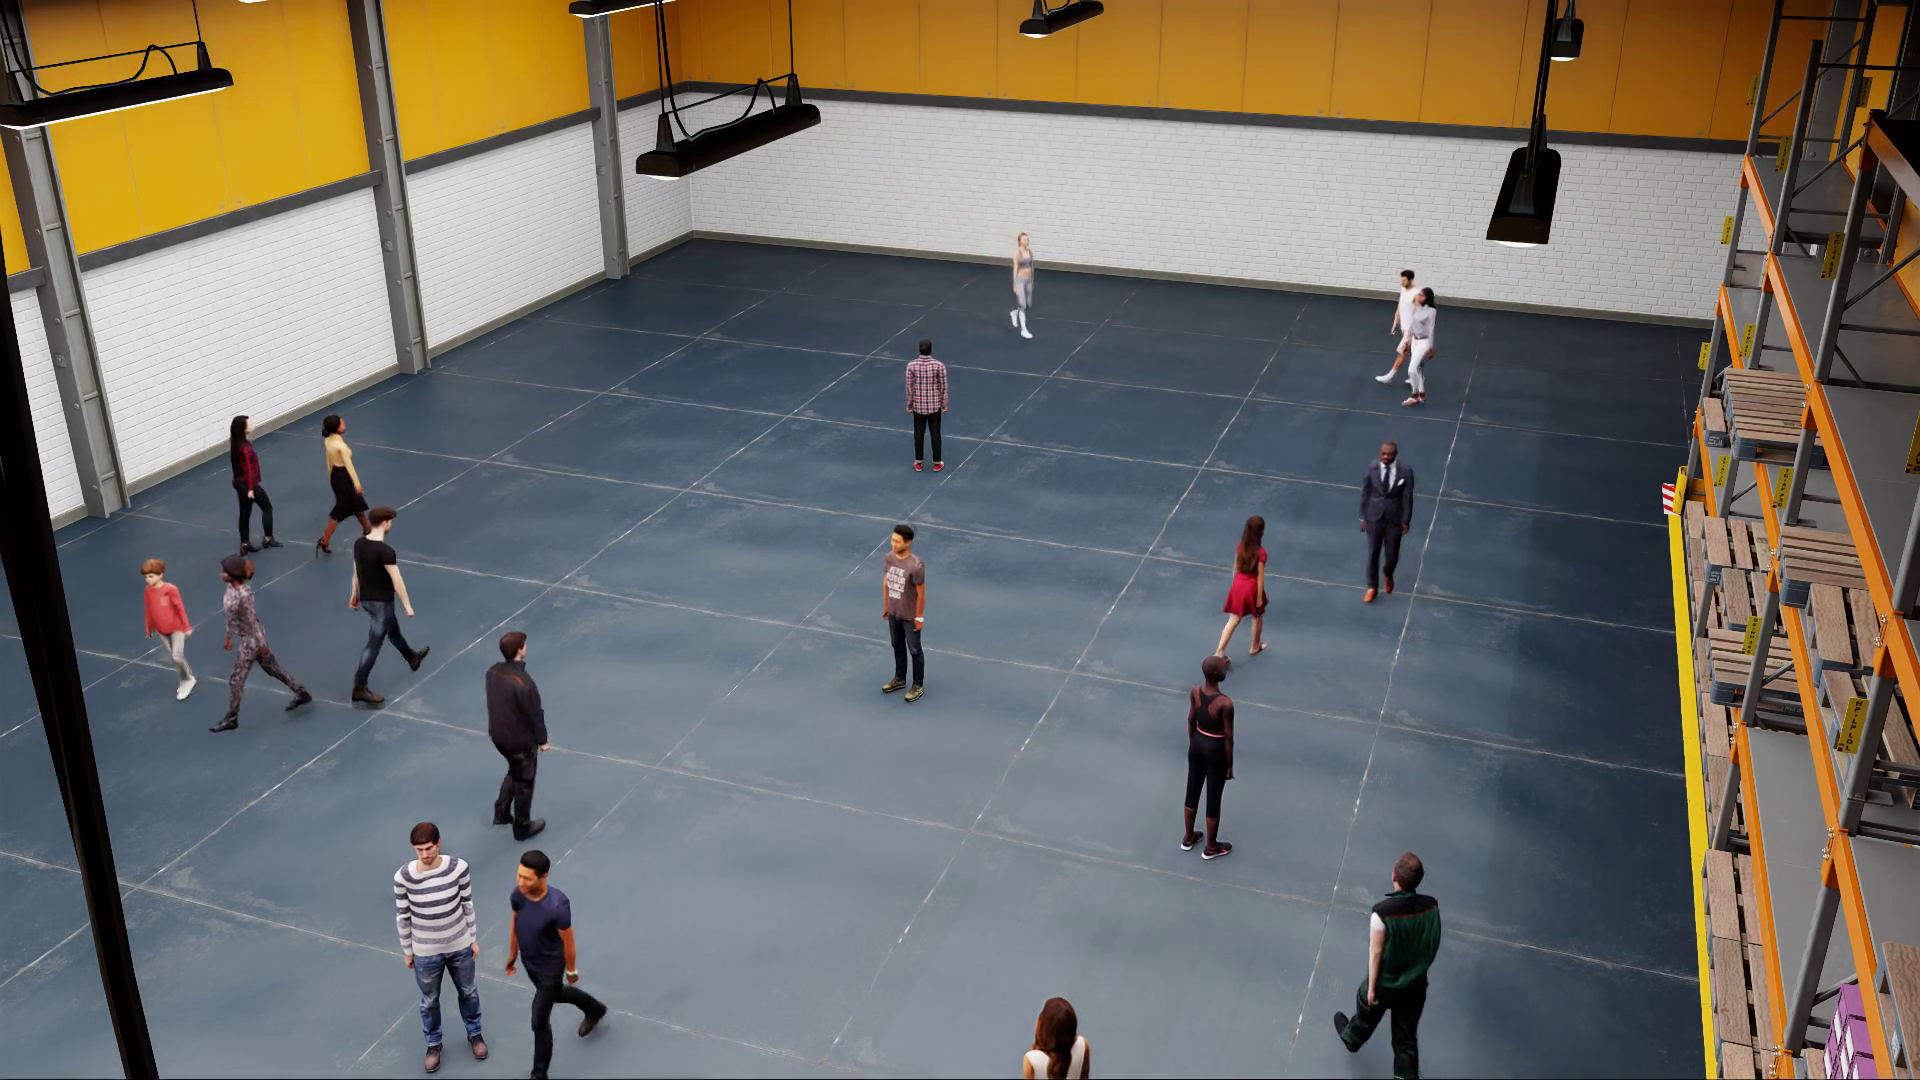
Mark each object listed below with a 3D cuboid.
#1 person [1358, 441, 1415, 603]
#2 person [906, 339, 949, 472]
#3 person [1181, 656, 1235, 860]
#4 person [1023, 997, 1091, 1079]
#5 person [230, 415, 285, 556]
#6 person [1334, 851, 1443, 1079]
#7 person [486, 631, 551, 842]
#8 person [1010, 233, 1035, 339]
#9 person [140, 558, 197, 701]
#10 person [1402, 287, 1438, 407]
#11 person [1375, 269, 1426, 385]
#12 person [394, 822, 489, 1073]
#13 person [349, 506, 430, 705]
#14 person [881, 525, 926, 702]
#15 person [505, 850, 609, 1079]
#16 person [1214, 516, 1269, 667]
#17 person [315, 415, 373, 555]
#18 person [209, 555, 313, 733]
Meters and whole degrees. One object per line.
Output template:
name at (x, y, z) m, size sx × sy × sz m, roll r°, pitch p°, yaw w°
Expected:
person at (4.561, -0.236, 17.817) m, size 0.703 × 1.808 × 0.693 m, roll 9°, pitch 25°, yaw 20°
person at (-0.424, -1.736, 21.306) m, size 0.762 × 1.761 × 0.716 m, roll 1°, pitch 24°, yaw 2°
person at (1.992, 1.729, 13.382) m, size 0.660 × 1.760 × 0.668 m, roll 21°, pitch 32°, yaw 40°
person at (0.552, 3.380, 9.573) m, size 0.663 × 1.785 × 0.718 m, roll -10°, pitch 25°, yaw -21°
person at (-8.162, -0.590, 18.839) m, size 0.806 × 1.639 × 0.732 m, roll -22°, pitch 32°, yaw -40°
person at (2.843, 2.891, 10.694) m, size 1.040 × 1.784 × 1.229 m, roll -5°, pitch 24°, yaw -11°
person at (-3.683, 1.652, 13.487) m, size 0.828 × 1.816 × 0.826 m, roll 19°, pitch 30°, yaw 37°
person at (0.980, -4.133, 26.882) m, size 0.931 × 1.688 × 0.939 m, roll -14°, pitch 27°, yaw -29°
person at (-7.526, 0.802, 15.945) m, size 0.577 × 1.405 × 0.610 m, roll 5°, pitch 24°, yaw 12°
person at (6.640, -2.760, 23.712) m, size 0.855 × 1.711 × 0.791 m, roll -8°, pitch 25°, yaw -17°
person at (6.728, -3.115, 24.504) m, size 1.031 × 1.726 × 1.086 m, roll -5°, pitch 24°, yaw -11°
person at (-3.465, 2.673, 11.103) m, size 0.716 × 1.855 × 0.755 m, roll -9°, pitch 25°, yaw -19°
person at (-5.578, 0.652, 15.776) m, size 1.018 × 1.815 × 1.370 m, roll 18°, pitch 29°, yaw 35°
person at (-0.513, 0.669, 15.784) m, size 0.698 × 1.778 × 0.663 m, roll 19°, pitch 30°, yaw 36°
person at (-2.687, 2.759, 11.031) m, size 0.884 × 1.756 × 1.222 m, roll 17°, pitch 29°, yaw 34°
person at (2.793, 0.527, 16.427) m, size 0.806 × 1.522 × 1.089 m, roll 21°, pitch 31°, yaw 40°
person at (-7.080, -0.593, 18.871) m, size 1.097 × 1.617 × 0.883 m, roll -20°, pitch 31°, yaw -39°
person at (-6.453, 0.923, 15.346) m, size 1.214 × 1.662 × 1.011 m, roll -16°, pitch 28°, yaw -32°
